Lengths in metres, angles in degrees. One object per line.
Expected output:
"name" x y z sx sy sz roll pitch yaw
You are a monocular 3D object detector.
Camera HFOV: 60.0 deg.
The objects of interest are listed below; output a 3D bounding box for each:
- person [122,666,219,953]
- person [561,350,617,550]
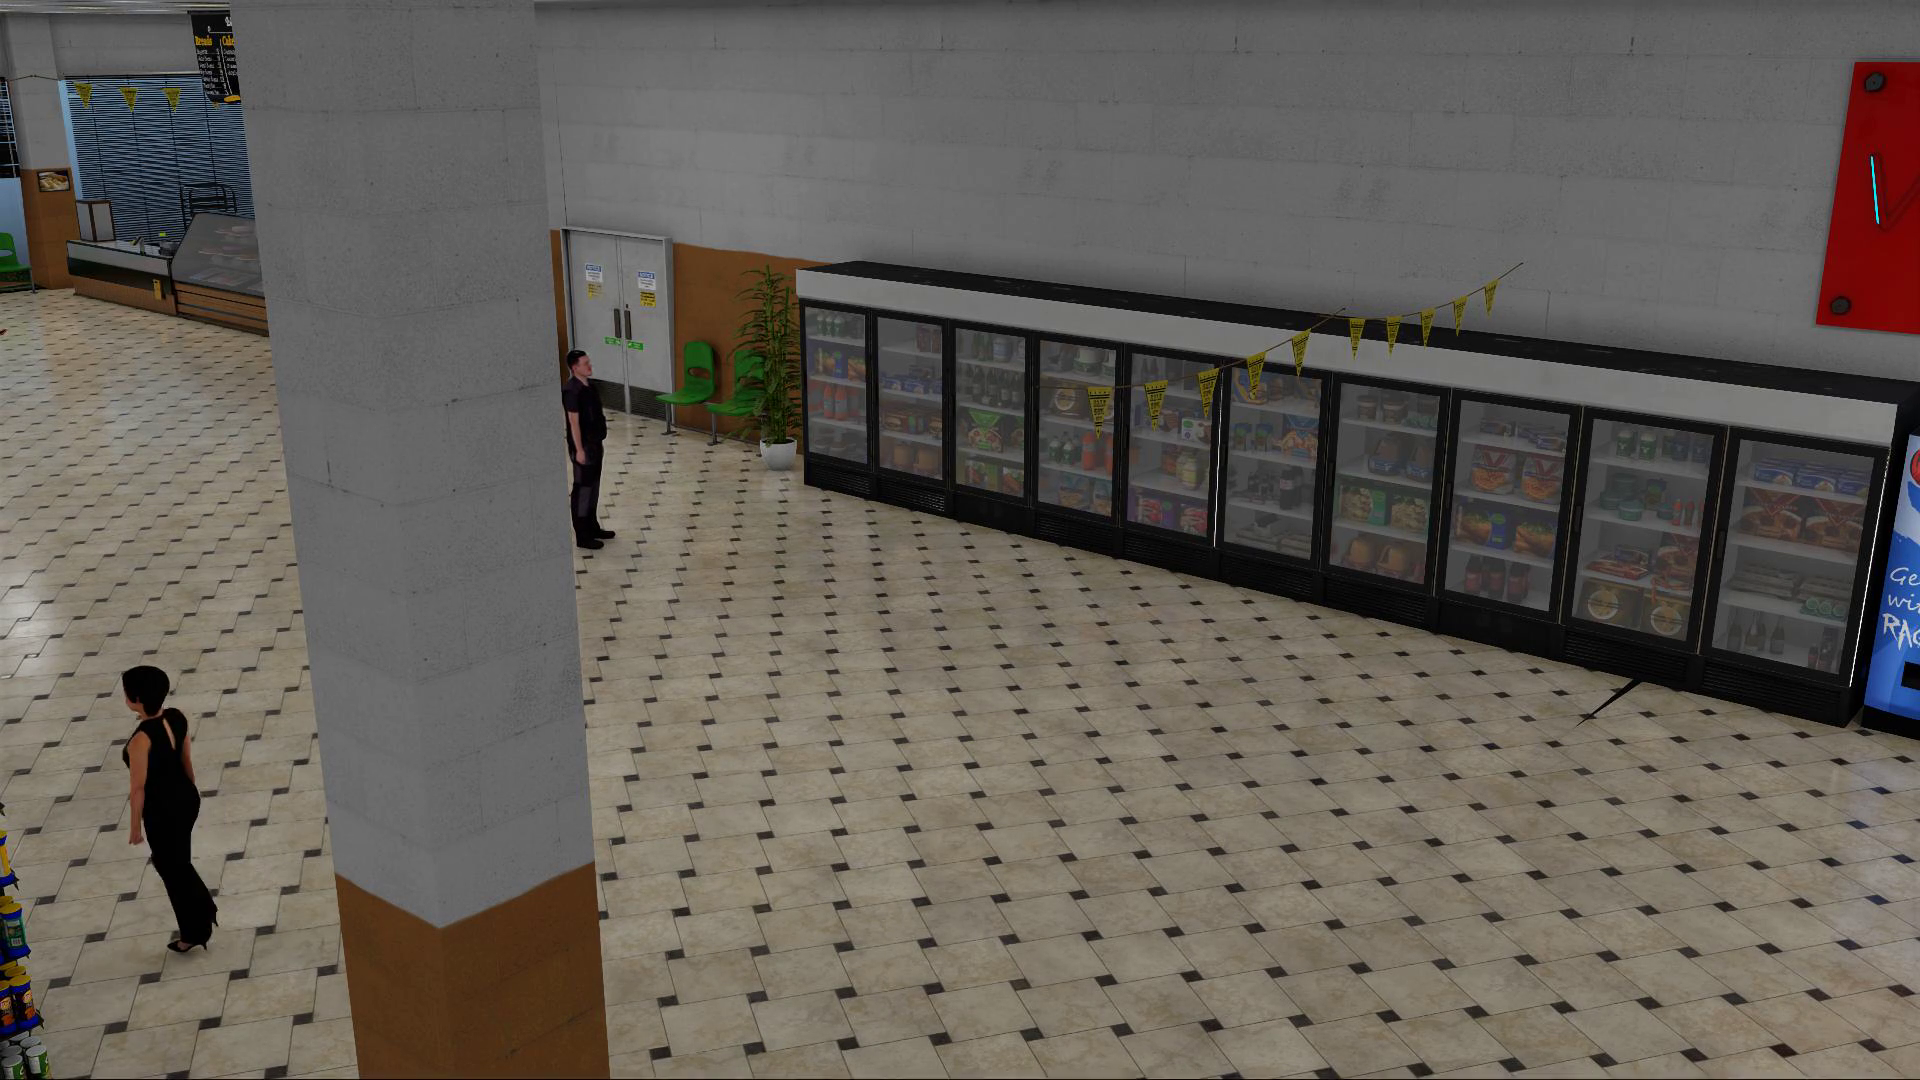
"person" -3.973 1.400 8.513 0.753 1.590 0.663 2 17 6
"person" -3.503 -0.865 15.534 0.859 1.846 0.742 2 17 7
